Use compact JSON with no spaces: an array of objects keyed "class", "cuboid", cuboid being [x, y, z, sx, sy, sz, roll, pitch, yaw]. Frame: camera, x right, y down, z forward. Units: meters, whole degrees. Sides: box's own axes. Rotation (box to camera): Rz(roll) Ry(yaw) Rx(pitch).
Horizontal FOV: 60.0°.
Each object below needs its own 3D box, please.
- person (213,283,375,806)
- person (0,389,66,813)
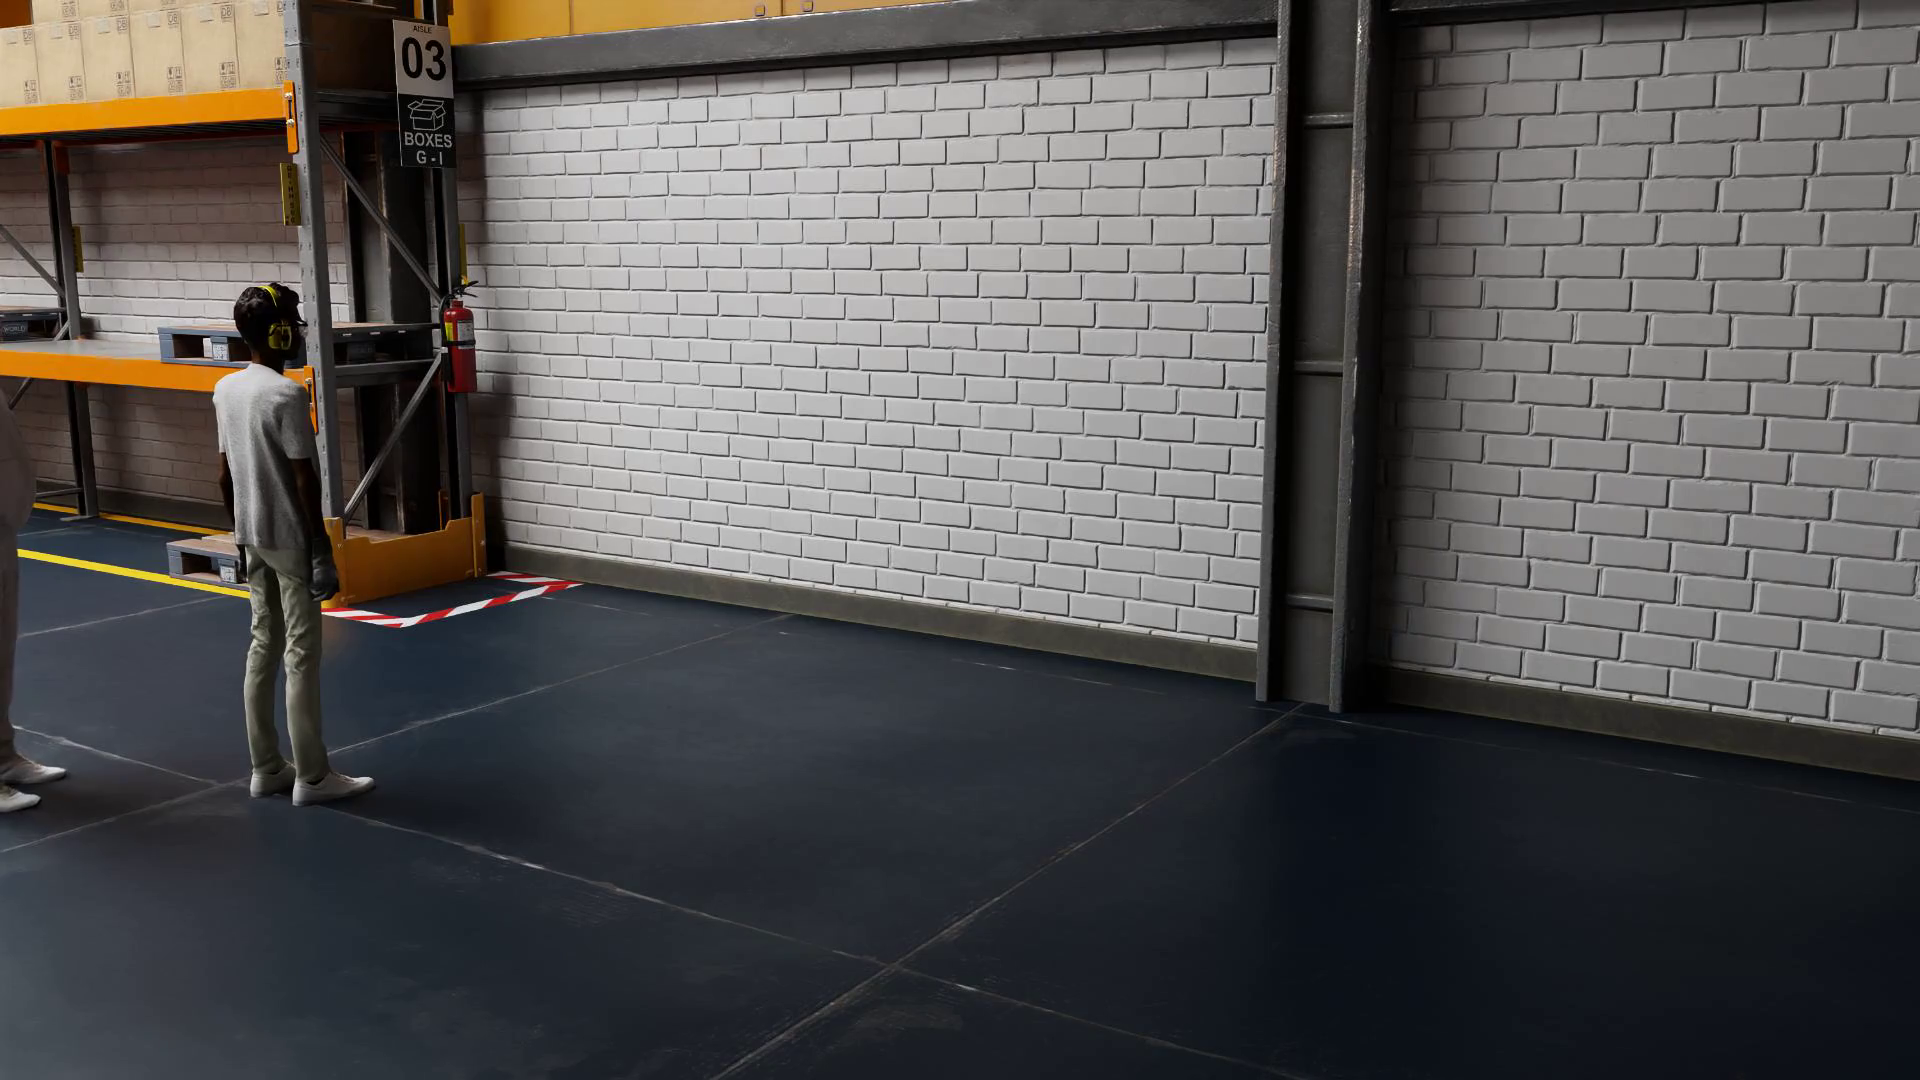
[{"class":"person","cuboid":[-2.424,0.022,5.984,0.507,1.872,0.329,6,12,30]},{"class":"person","cuboid":[-3.492,0.024,5.910,0.403,1.897,0.653,-3,11,-17]}]
